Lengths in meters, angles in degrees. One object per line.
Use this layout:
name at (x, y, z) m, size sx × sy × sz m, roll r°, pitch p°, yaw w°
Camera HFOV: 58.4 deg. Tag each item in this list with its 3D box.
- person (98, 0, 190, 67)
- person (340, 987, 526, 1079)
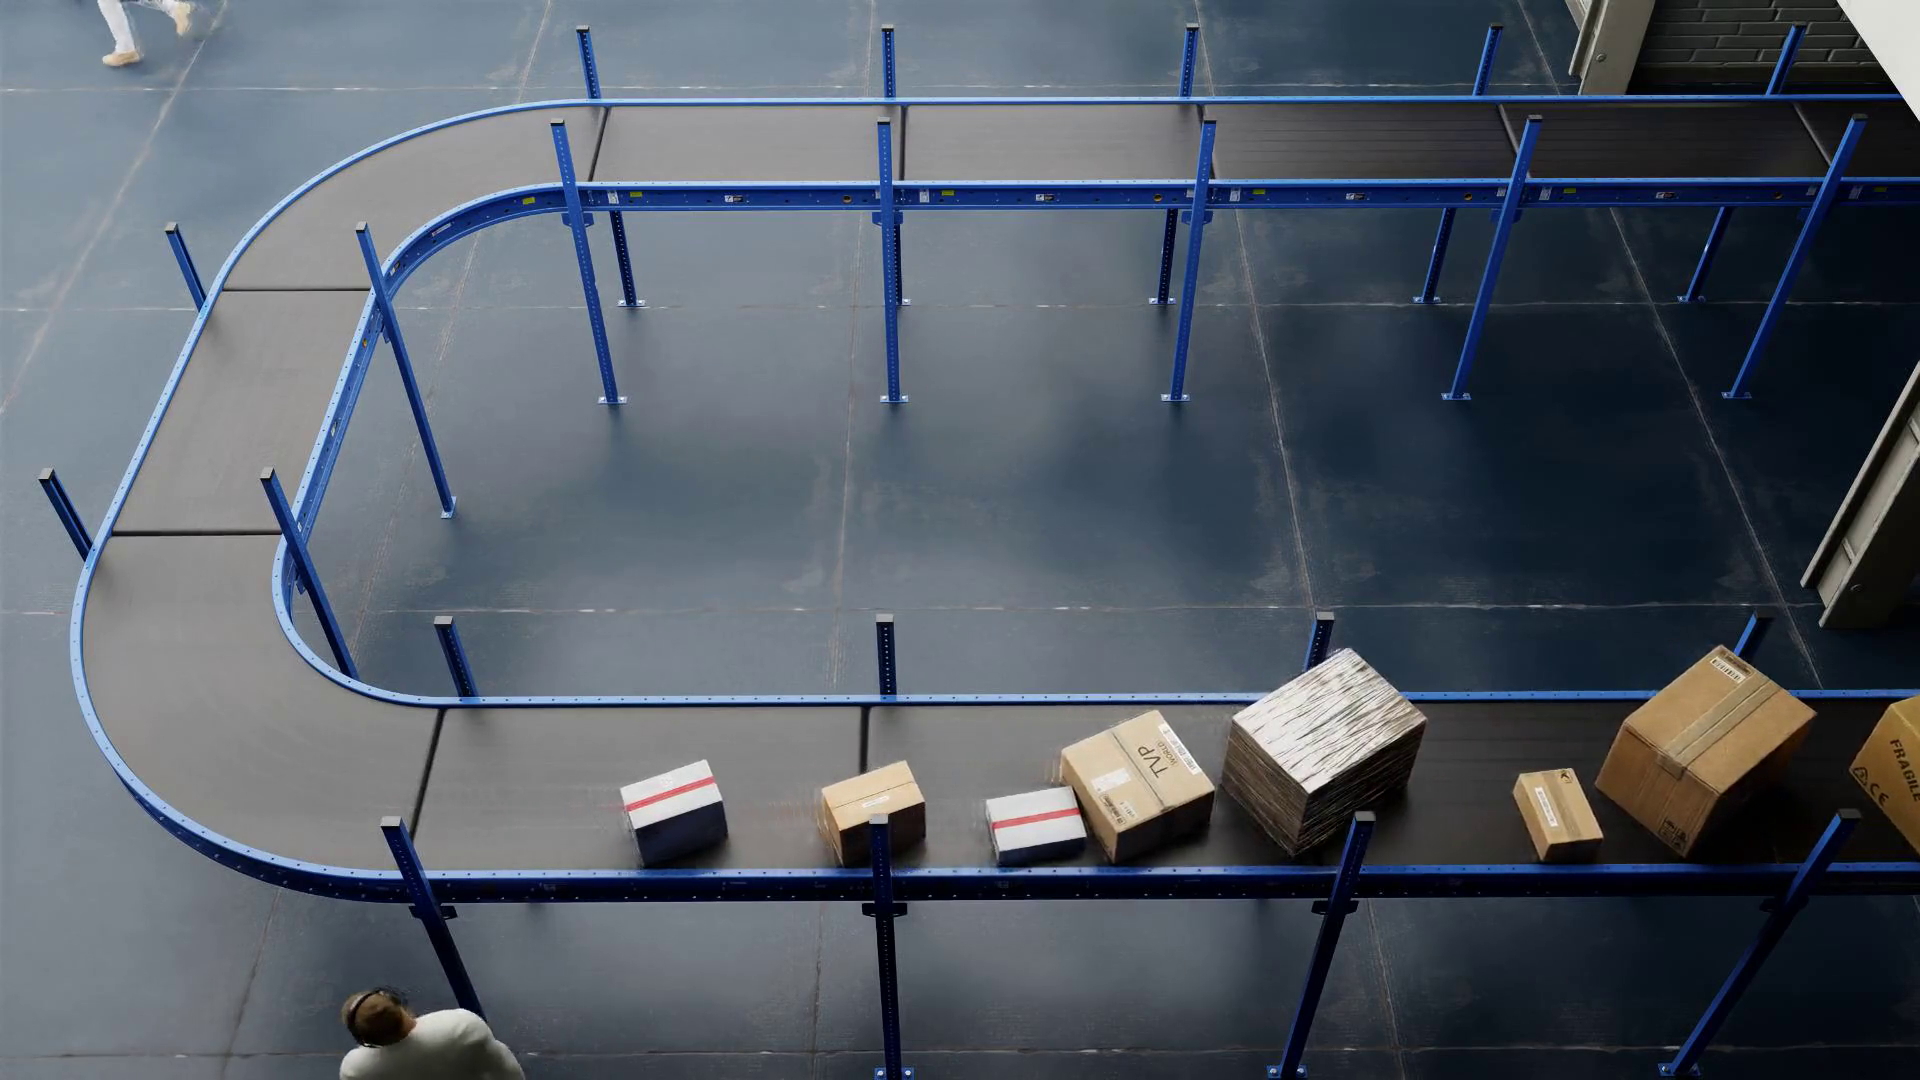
person at (-7.210, -4.997, 14.713) m, size 0.801 × 1.805 × 0.646 m, roll -24°, pitch 51°, yaw -21°
person at (-2.262, 2.510, 7.647) m, size 0.720 × 1.883 × 0.394 m, roll -16°, pitch 49°, yaw -15°
